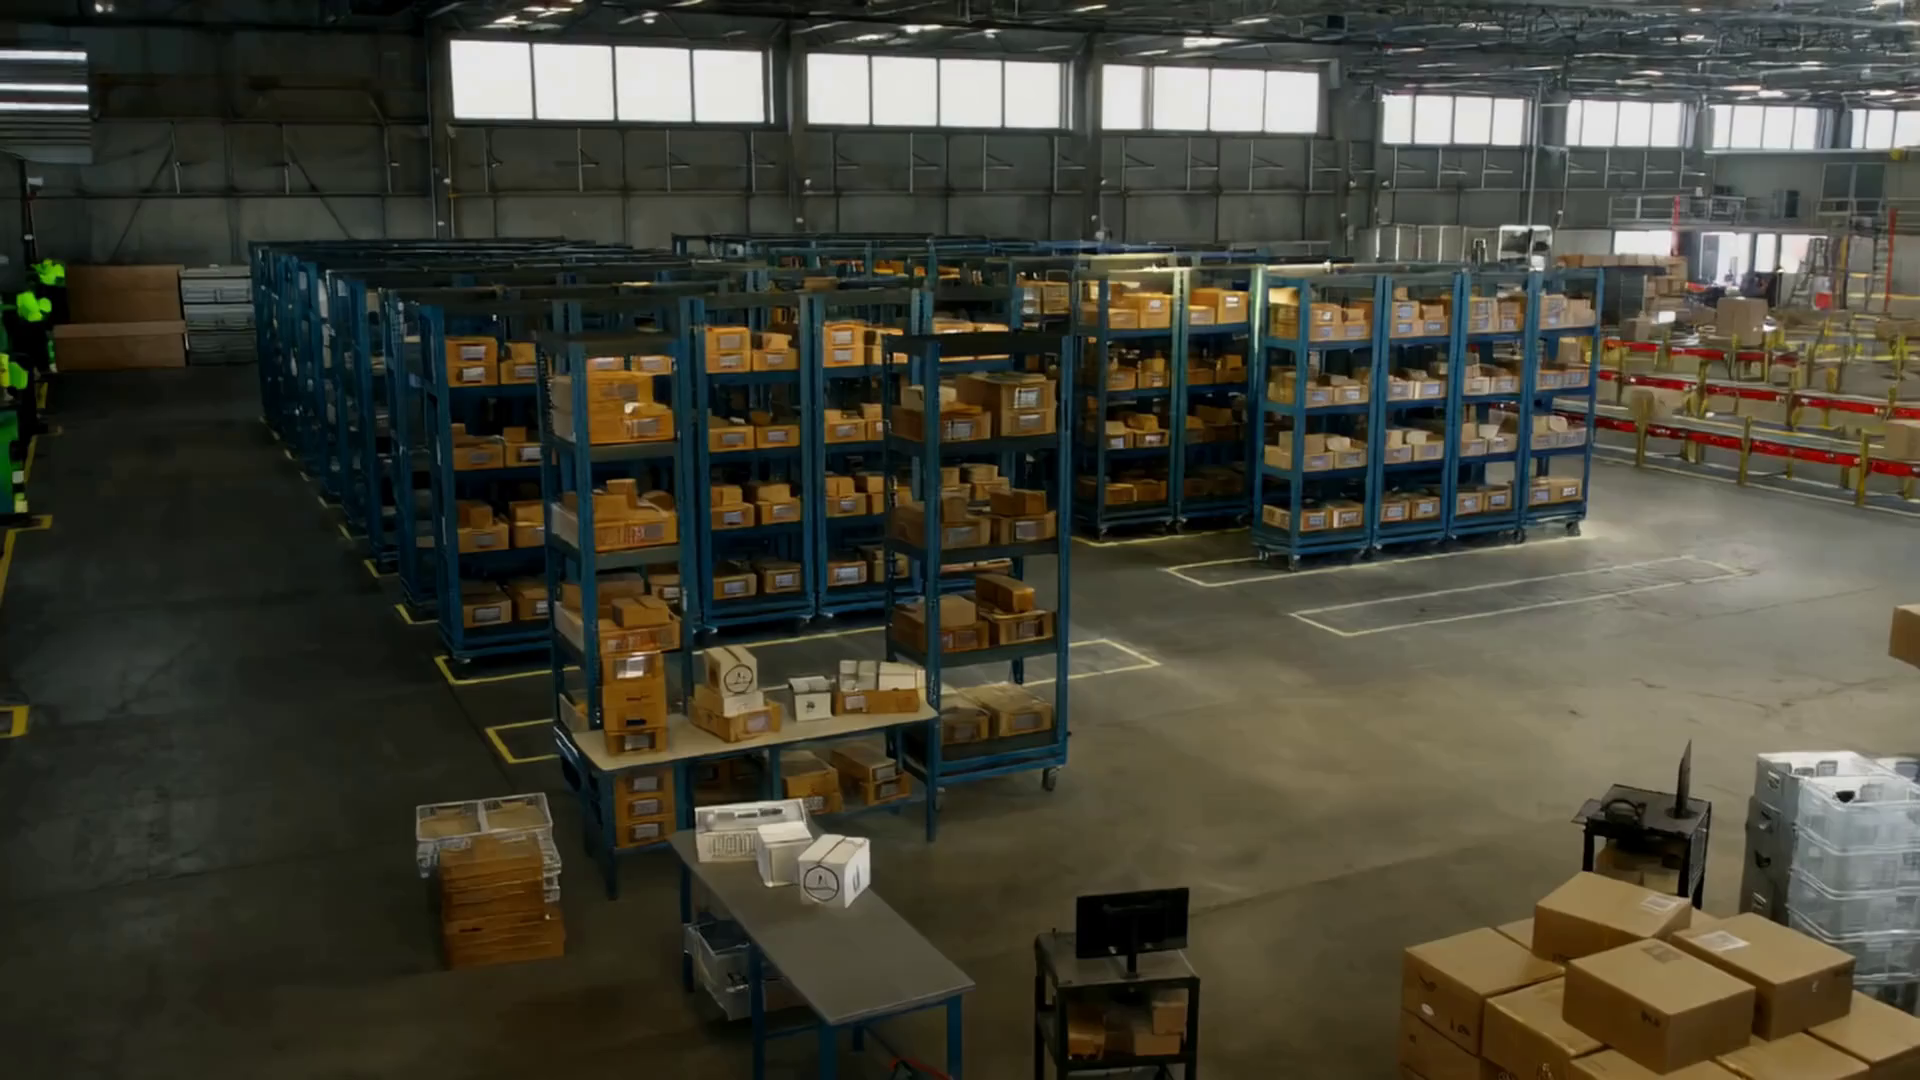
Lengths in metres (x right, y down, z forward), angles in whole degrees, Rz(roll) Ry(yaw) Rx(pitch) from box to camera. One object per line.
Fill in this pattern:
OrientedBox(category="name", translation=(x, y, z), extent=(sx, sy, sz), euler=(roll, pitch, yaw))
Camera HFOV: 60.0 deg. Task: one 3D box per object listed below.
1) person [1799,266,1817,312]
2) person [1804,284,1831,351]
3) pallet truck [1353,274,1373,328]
OrientedBox(category="person", translation=(31.593, -9.281, 61.661), extent=(0.489, 1.724, 0.699), euler=(-6, 14, -28))
OrientedBox(category="person", translation=(24.667, -6.380, 47.751), extent=(0.566, 1.905, 0.916), euler=(-4, 13, -19))
OrientedBox(category="pallet truck", translation=(13.011, -8.050, 55.243), extent=(0.823, 1.965, 1.885), euler=(-7, 14, -28))
